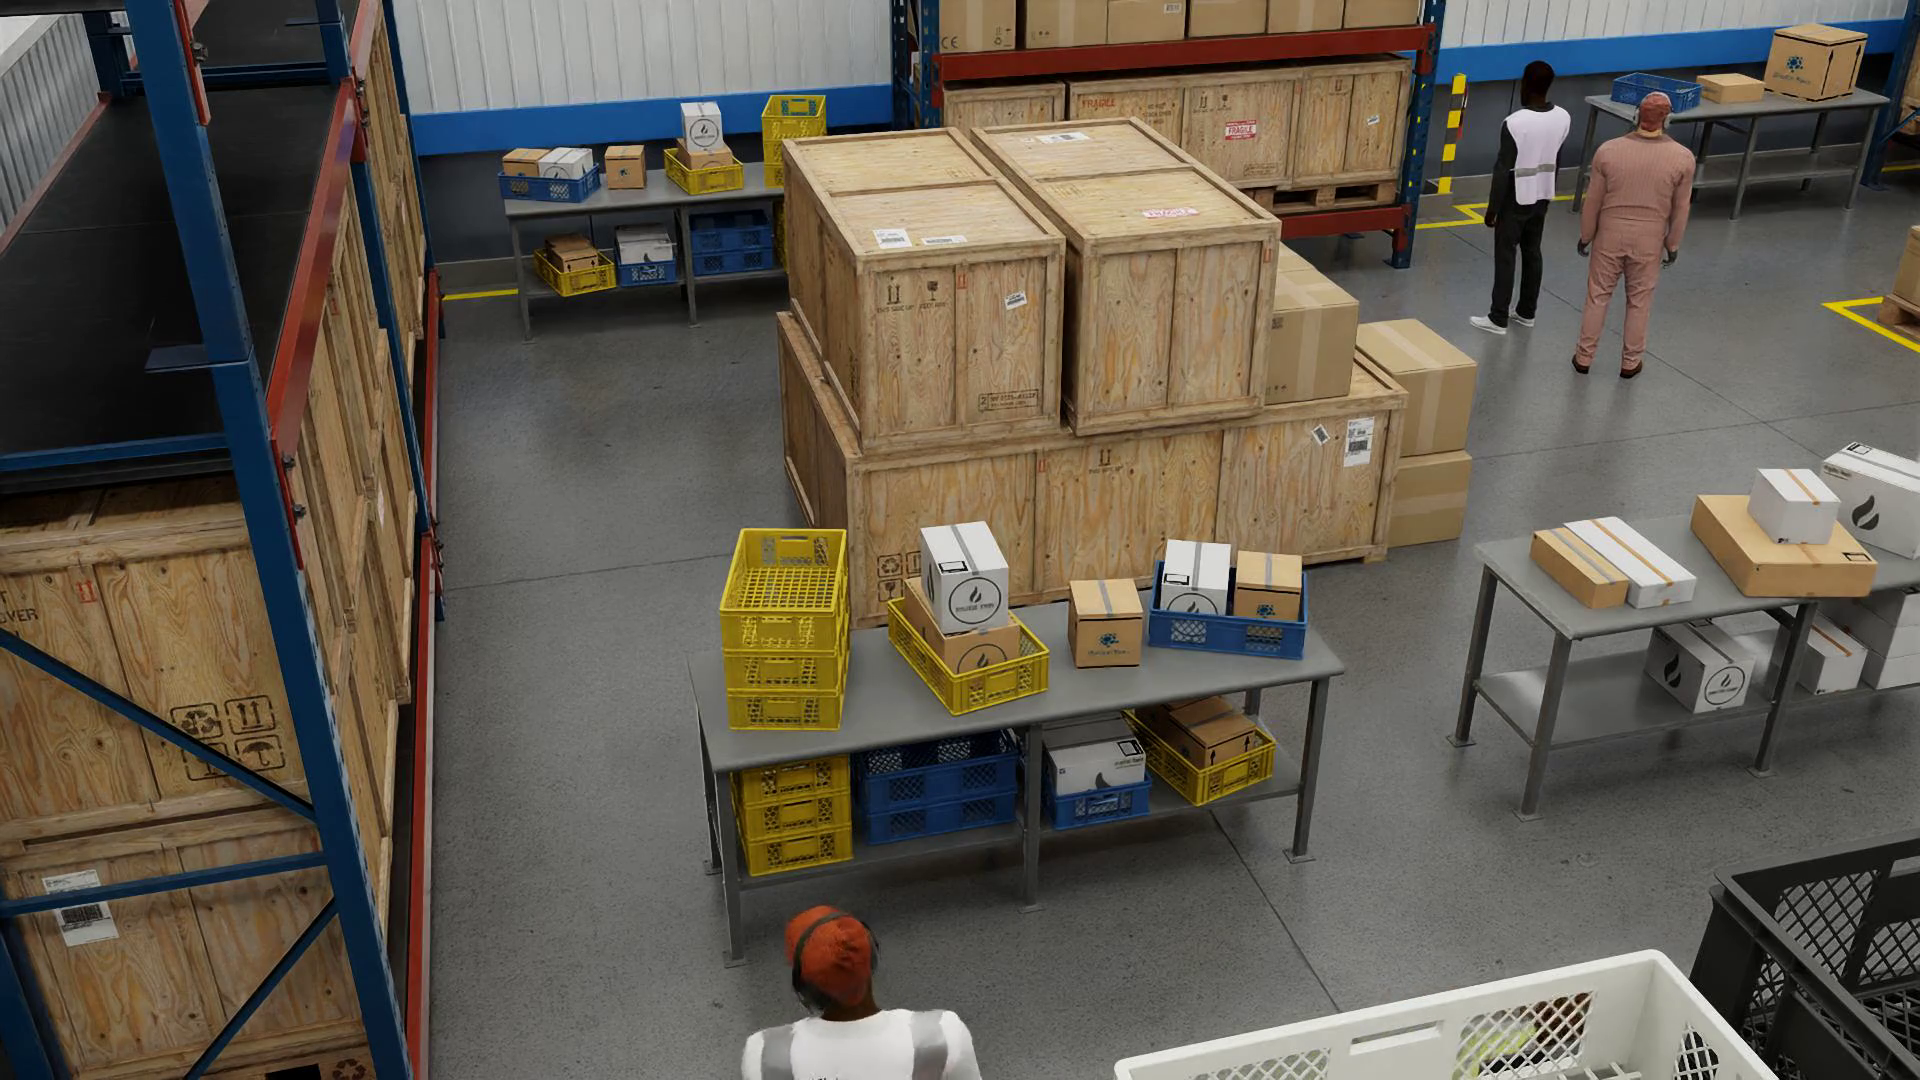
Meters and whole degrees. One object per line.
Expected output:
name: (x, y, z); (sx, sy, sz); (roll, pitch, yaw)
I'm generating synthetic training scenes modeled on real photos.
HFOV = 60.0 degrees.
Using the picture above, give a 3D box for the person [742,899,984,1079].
person: (-0.203, 1.706, 4.356); (0.674, 1.858, 0.615); (0, 29, 0)

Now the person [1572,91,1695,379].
person: (4.459, -2.017, 11.068); (0.651, 1.904, 0.403); (11, 31, 18)

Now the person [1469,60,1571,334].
person: (4.001, -2.414, 11.792); (0.584, 1.909, 0.390); (-16, 32, -26)

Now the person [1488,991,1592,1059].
person: (1.381, 1.826, 4.173); (0.545, 1.821, 0.645); (8, 30, 15)
